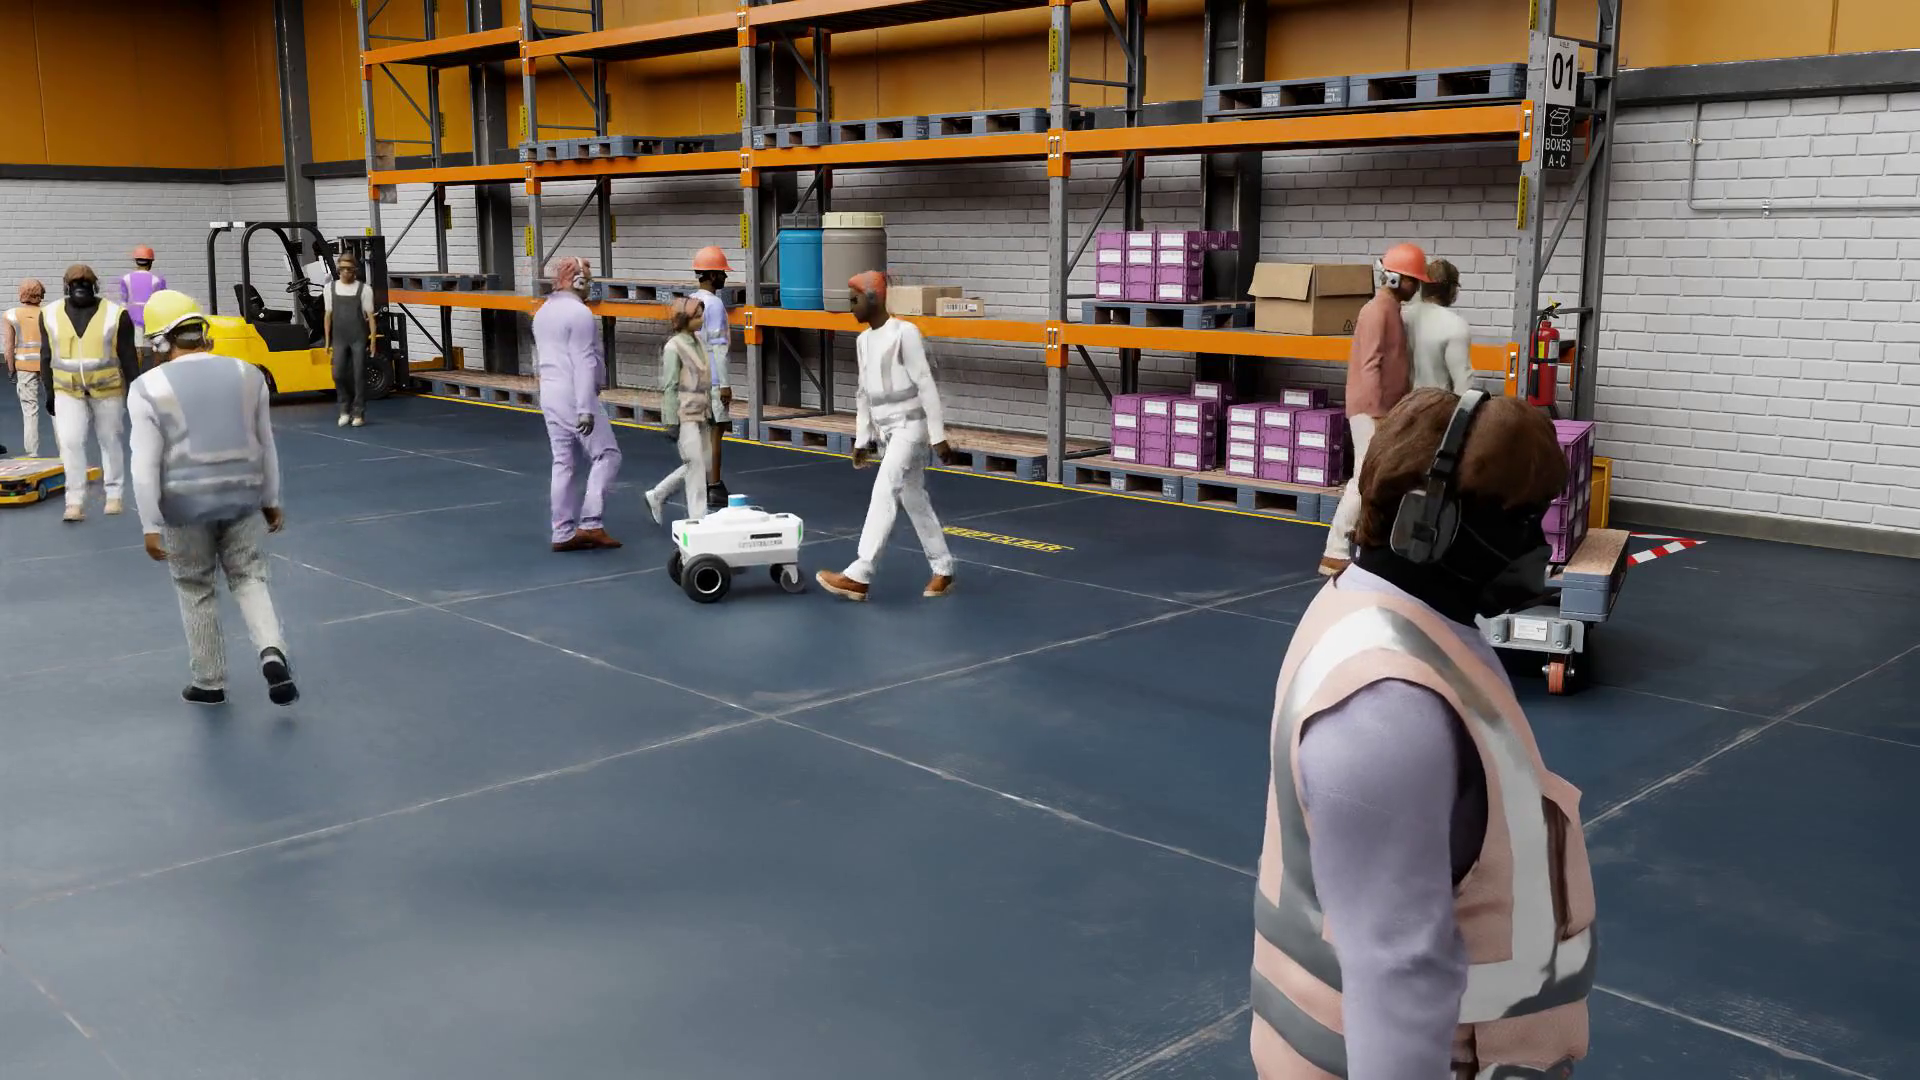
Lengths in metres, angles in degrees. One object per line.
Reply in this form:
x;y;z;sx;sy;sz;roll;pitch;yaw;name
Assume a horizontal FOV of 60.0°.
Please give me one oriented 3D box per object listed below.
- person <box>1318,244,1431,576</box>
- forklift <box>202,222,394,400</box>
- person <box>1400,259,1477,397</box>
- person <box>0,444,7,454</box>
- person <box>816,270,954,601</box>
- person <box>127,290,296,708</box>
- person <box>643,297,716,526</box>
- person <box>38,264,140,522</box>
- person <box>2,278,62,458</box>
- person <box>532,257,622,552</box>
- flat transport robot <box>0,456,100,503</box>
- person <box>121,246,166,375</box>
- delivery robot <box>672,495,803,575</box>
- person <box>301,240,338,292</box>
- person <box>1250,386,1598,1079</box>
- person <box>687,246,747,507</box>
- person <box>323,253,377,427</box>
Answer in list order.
2.440;-0.741;9.781;0.553;1.967;0.710;5;11;24;person
-8.169;-2.758;20.163;2.313;2.155;1.214;-10;14;-44;forklift
2.868;-0.730;9.977;1.028;1.874;0.647;-5;11;-24;person
-9.109;-1.729;15.251;0.549;1.936;0.376;-3;11;-16;person
-0.385;-0.571;9.239;0.838;1.829;0.627;-4;11;-23;person
-3.118;-0.142;6.974;0.626;1.806;0.633;10;14;42;person
-1.855;-0.811;11.092;0.580;1.622;0.530;3;11;15;person
-6.191;-1.037;11.827;0.661;1.806;0.840;-3;11;-17;person
-8.258;-1.517;14.911;0.523;1.638;0.310;-5;12;-25;person
-2.442;-0.862;10.672;0.560;1.878;0.665;-9;14;-40;person
-7.348;-0.476;12.971;0.652;0.197;1.431;-1;10;-5;flat transport robot
-10.355;-2.779;21.134;0.564;1.896;0.979;-3;11;-15;person
-1.251;-0.013;9.402;0.707;0.478;0.477;-4;11;-20;delivery robot
-9.205;-3.362;24.082;0.606;1.966;0.367;1;10;3;person
0.599;0.716;2.200;0.430;1.838;0.619;2;11;12;person
-1.853;-1.215;12.449;0.360;1.939;0.543;-7;13;-34;person
-6.419;-2.085;17.486;0.558;1.826;0.551;-2;11;-9;person
